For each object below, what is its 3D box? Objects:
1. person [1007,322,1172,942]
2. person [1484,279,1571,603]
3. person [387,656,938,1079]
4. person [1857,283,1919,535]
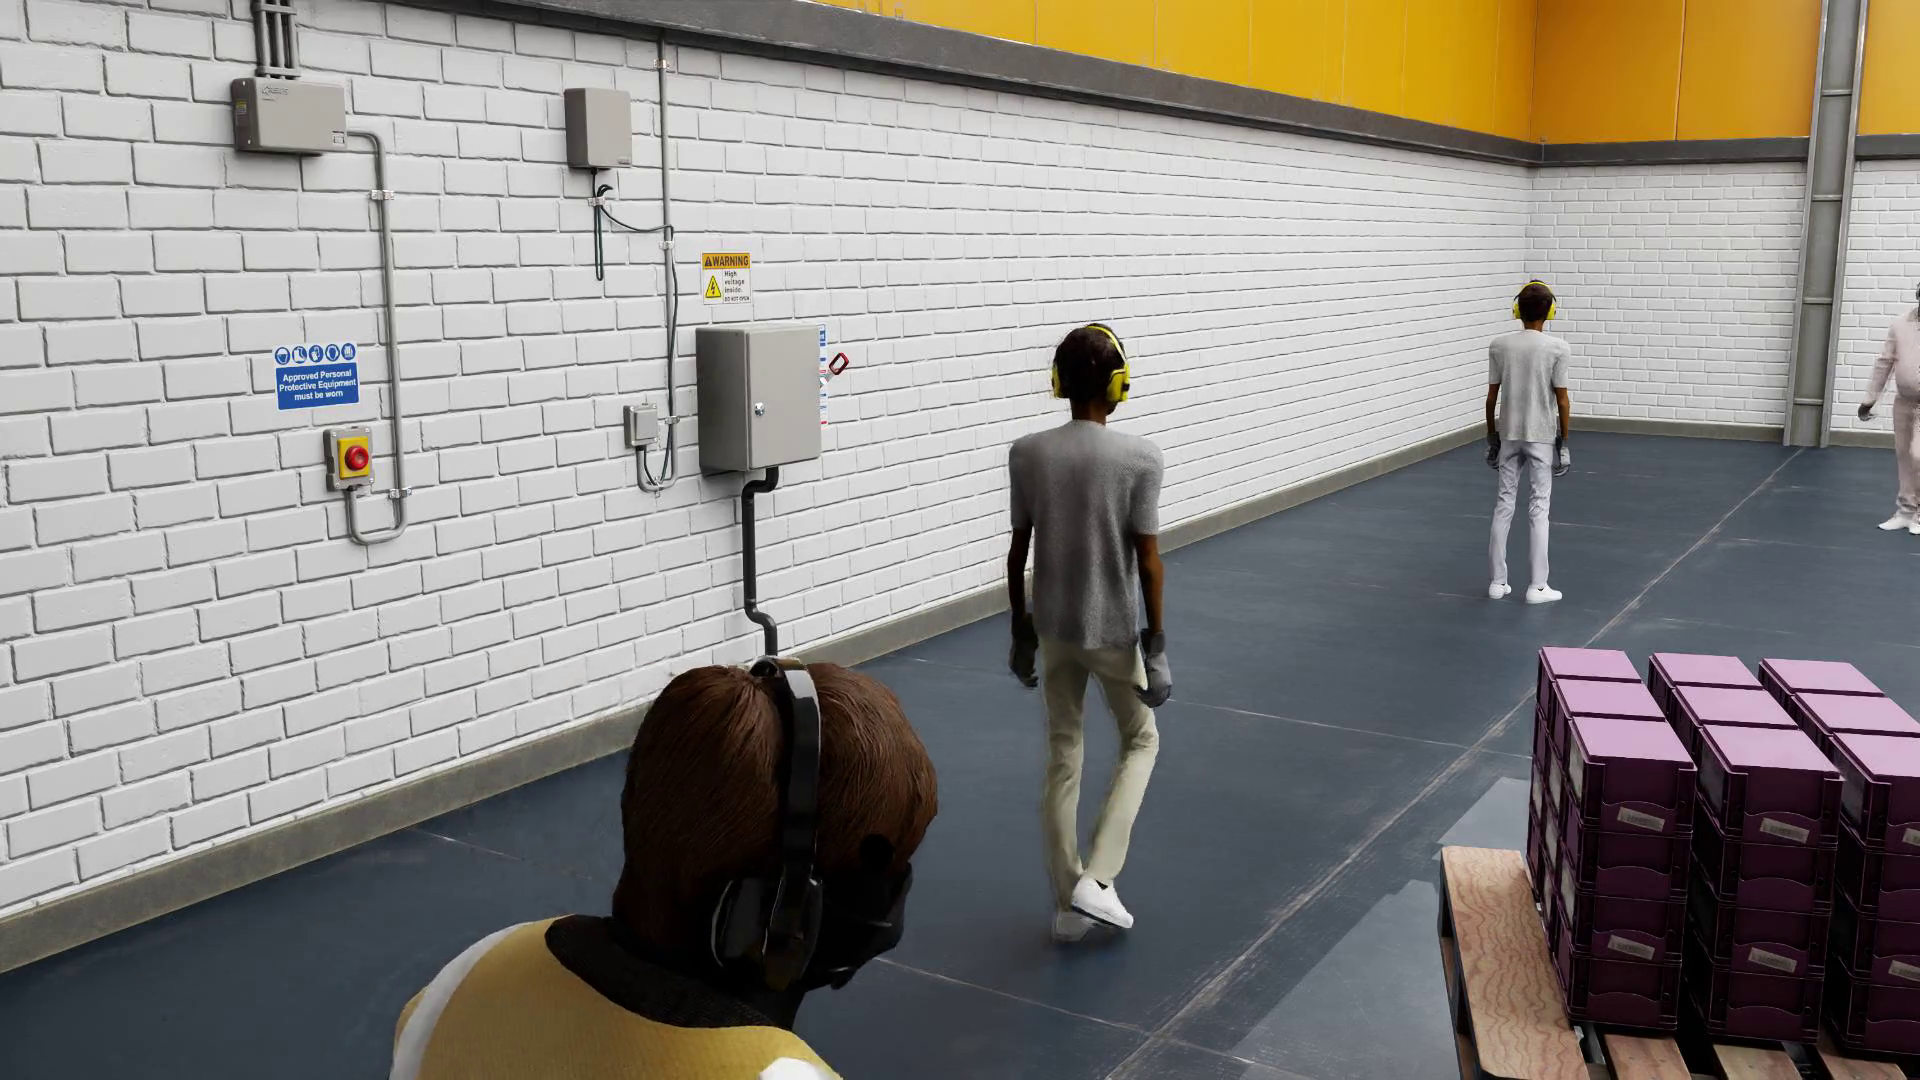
[{"bbox_3d":[0.394,0.289,4.968,0.549,1.856,0.386,5,11,26],"label":"person"},{"bbox_3d":[3.304,-0.568,9.675,0.514,1.877,0.328,9,13,39],"label":"person"},{"bbox_3d":[-0.237,0.973,1.396,0.979,1.774,0.675,-8,13,-39],"label":"person"},{"bbox_3d":[6.858,-0.964,11.882,0.468,1.873,0.773,-4,11,-20],"label":"person"}]
